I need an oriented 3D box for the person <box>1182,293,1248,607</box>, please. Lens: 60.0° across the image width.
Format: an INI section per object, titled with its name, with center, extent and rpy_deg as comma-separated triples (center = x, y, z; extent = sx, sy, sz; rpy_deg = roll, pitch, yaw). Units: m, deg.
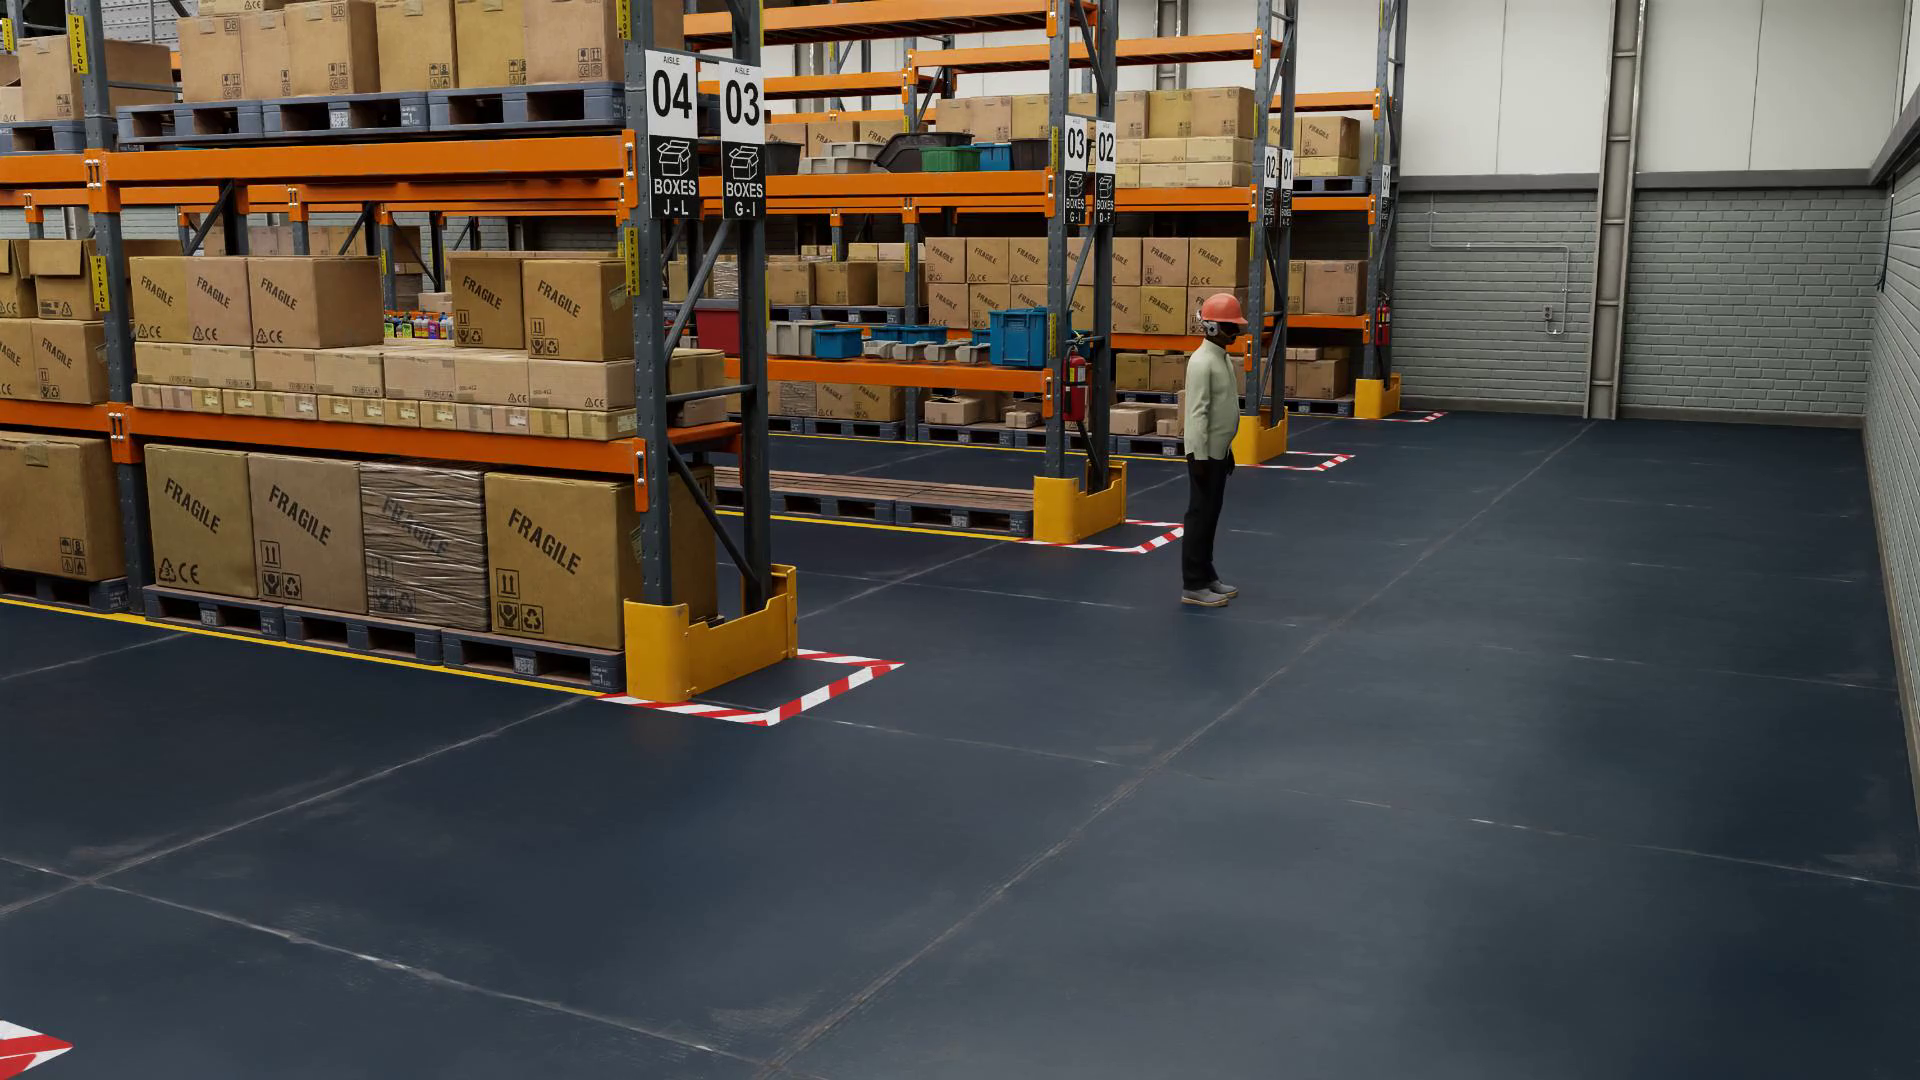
[person]
center = 1.621, -0.575, 10.624
extent = 0.402, 1.988, 0.611
rpy_deg = 4, 11, 21
